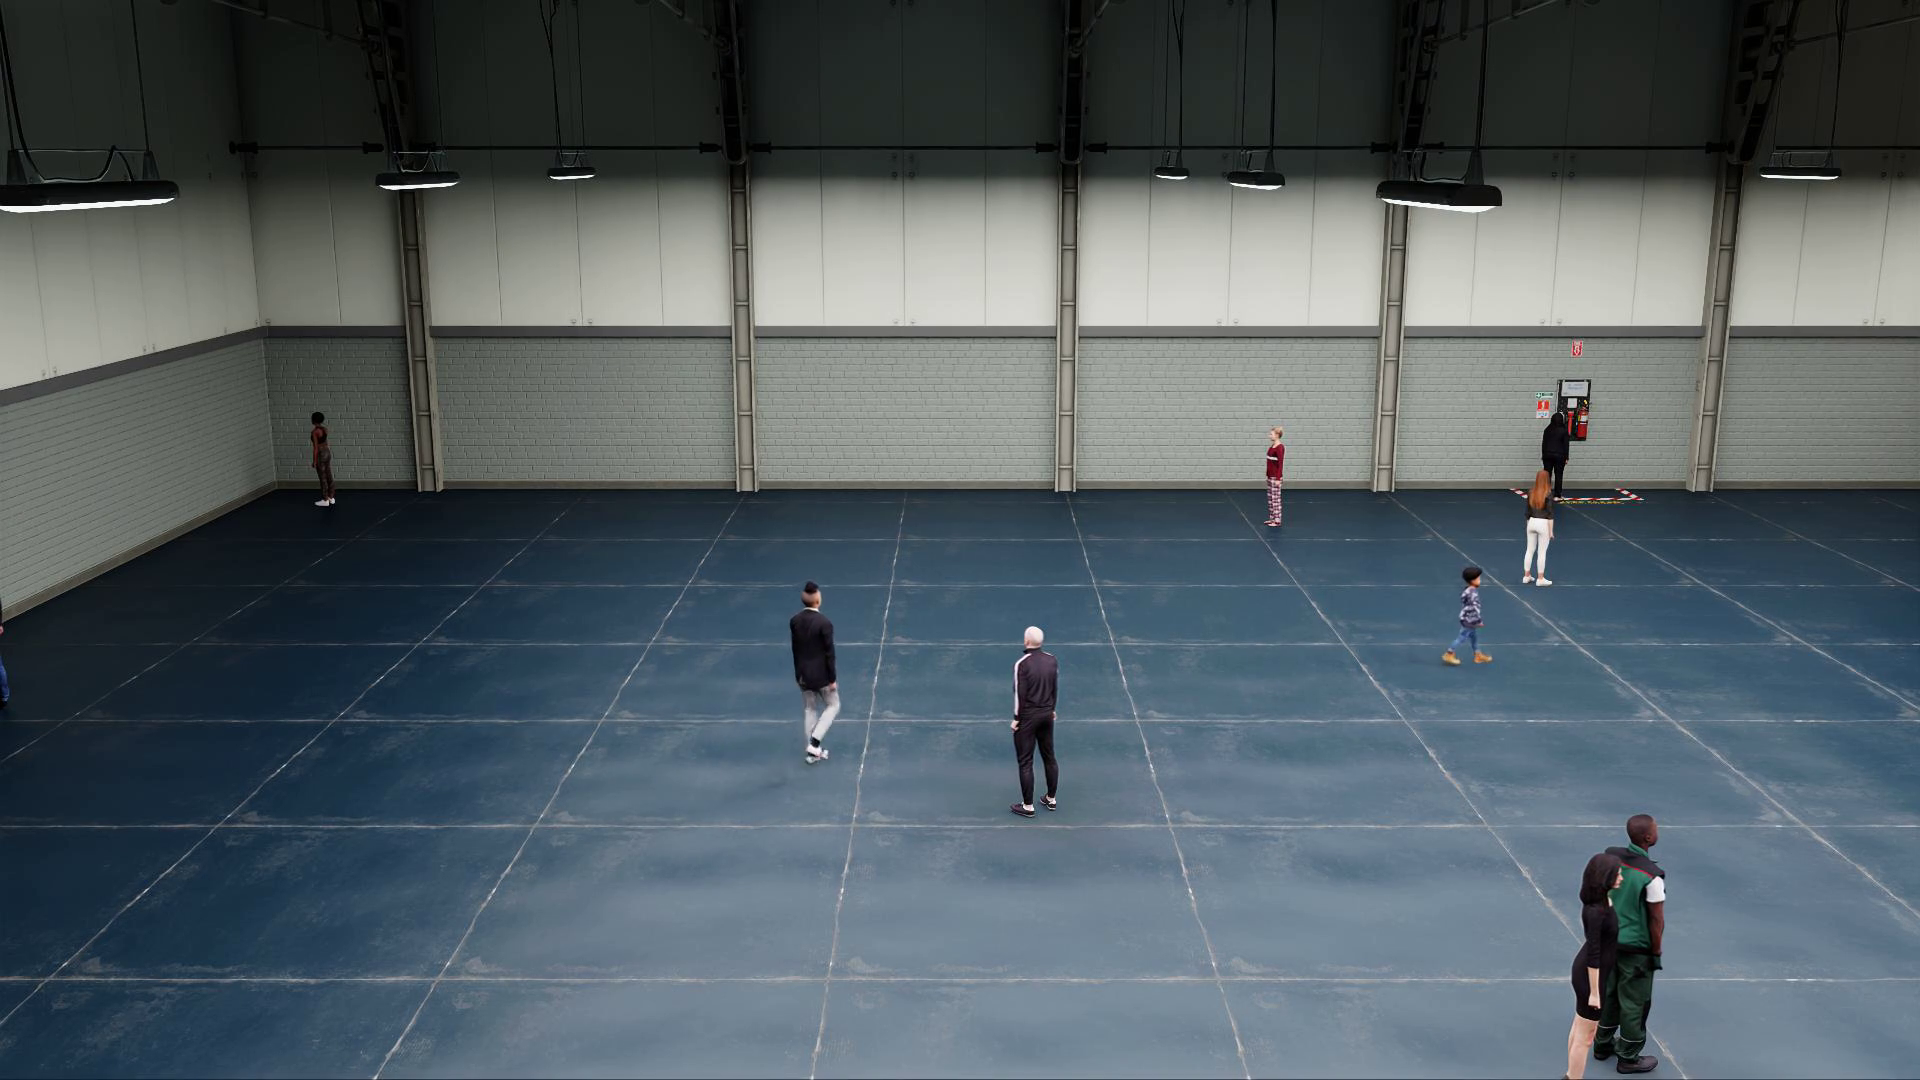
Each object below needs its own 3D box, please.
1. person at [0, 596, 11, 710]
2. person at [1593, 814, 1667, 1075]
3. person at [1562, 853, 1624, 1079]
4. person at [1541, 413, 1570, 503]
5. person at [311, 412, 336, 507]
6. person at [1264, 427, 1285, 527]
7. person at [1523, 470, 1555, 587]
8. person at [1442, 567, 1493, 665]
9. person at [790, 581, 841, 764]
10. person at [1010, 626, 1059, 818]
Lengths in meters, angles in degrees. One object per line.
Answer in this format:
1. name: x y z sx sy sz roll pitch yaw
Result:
1. person: -11.063 1.017 18.764 0.780 1.895 0.759 9 16 35
2. person: 4.596 2.746 11.416 0.756 1.839 0.776 -6 14 -24
3. person: 4.127 2.890 10.875 0.617 1.804 0.662 5 14 21
4. person: 10.839 -1.516 30.319 0.758 1.616 0.835 10 16 37
5. person: -11.495 -1.476 29.959 0.607 1.699 0.621 3 13 13
6. person: 5.352 -1.088 28.283 0.568 1.700 0.662 -2 13 -10
7. person: 8.488 -0.187 24.383 0.704 1.704 0.672 -10 16 -36
8. person: 6.226 0.954 20.514 0.870 1.227 0.584 2 13 9
9. person: -1.547 1.378 17.092 0.826 1.945 0.926 8 15 32
10. person: 0.716 1.719 15.864 0.731 1.834 0.832 -9 16 -35
